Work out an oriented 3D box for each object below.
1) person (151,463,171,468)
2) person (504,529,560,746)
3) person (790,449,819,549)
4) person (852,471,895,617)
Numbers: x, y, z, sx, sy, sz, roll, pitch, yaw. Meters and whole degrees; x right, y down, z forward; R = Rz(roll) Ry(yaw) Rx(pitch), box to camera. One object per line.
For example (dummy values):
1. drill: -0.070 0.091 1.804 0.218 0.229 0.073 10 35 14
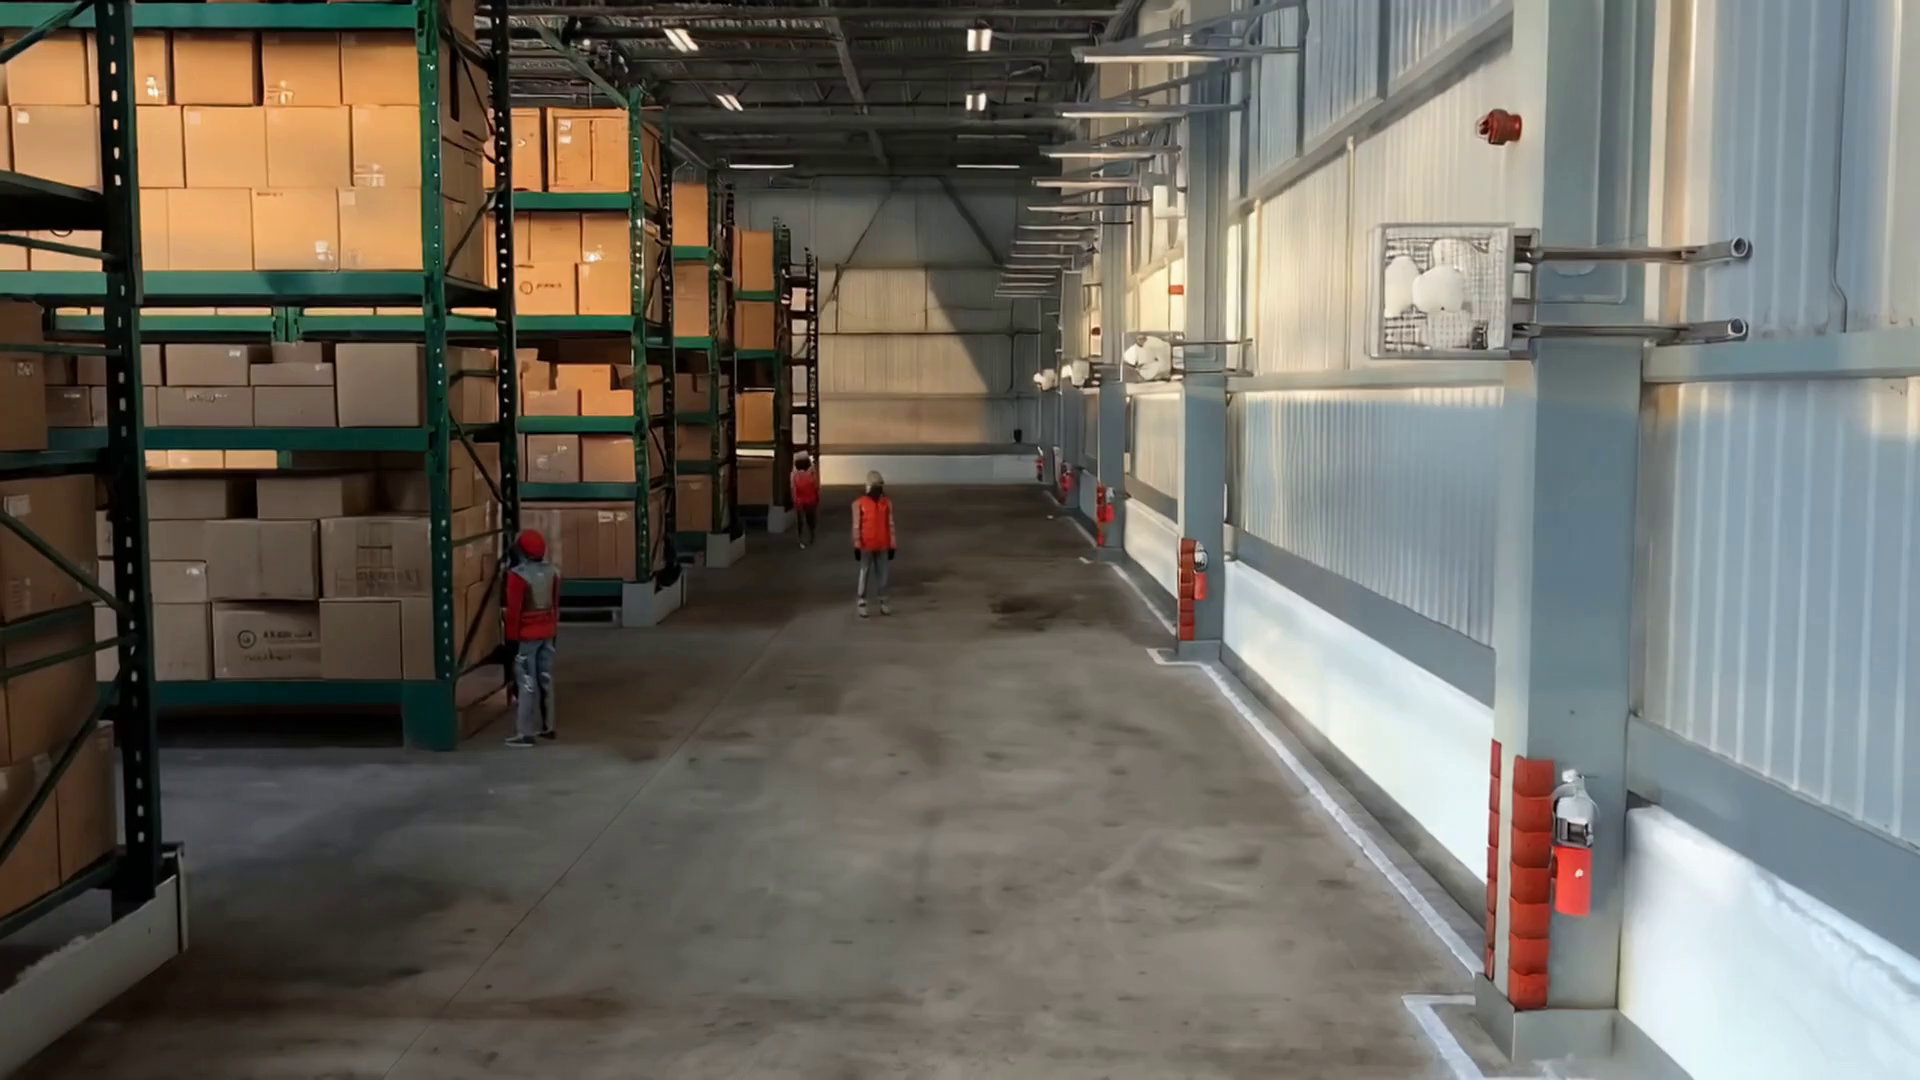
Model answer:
1. person: -8.555 0.128 17.944 0.418 1.919 0.580 0 5 -3
2. person: -3.222 0.733 12.580 0.312 1.632 0.525 3 6 30
3. person: -2.693 -0.710 28.759 0.511 1.730 0.389 0 5 -5
4. person: -1.015 0.052 19.848 0.566 1.744 0.350 -3 6 -32
